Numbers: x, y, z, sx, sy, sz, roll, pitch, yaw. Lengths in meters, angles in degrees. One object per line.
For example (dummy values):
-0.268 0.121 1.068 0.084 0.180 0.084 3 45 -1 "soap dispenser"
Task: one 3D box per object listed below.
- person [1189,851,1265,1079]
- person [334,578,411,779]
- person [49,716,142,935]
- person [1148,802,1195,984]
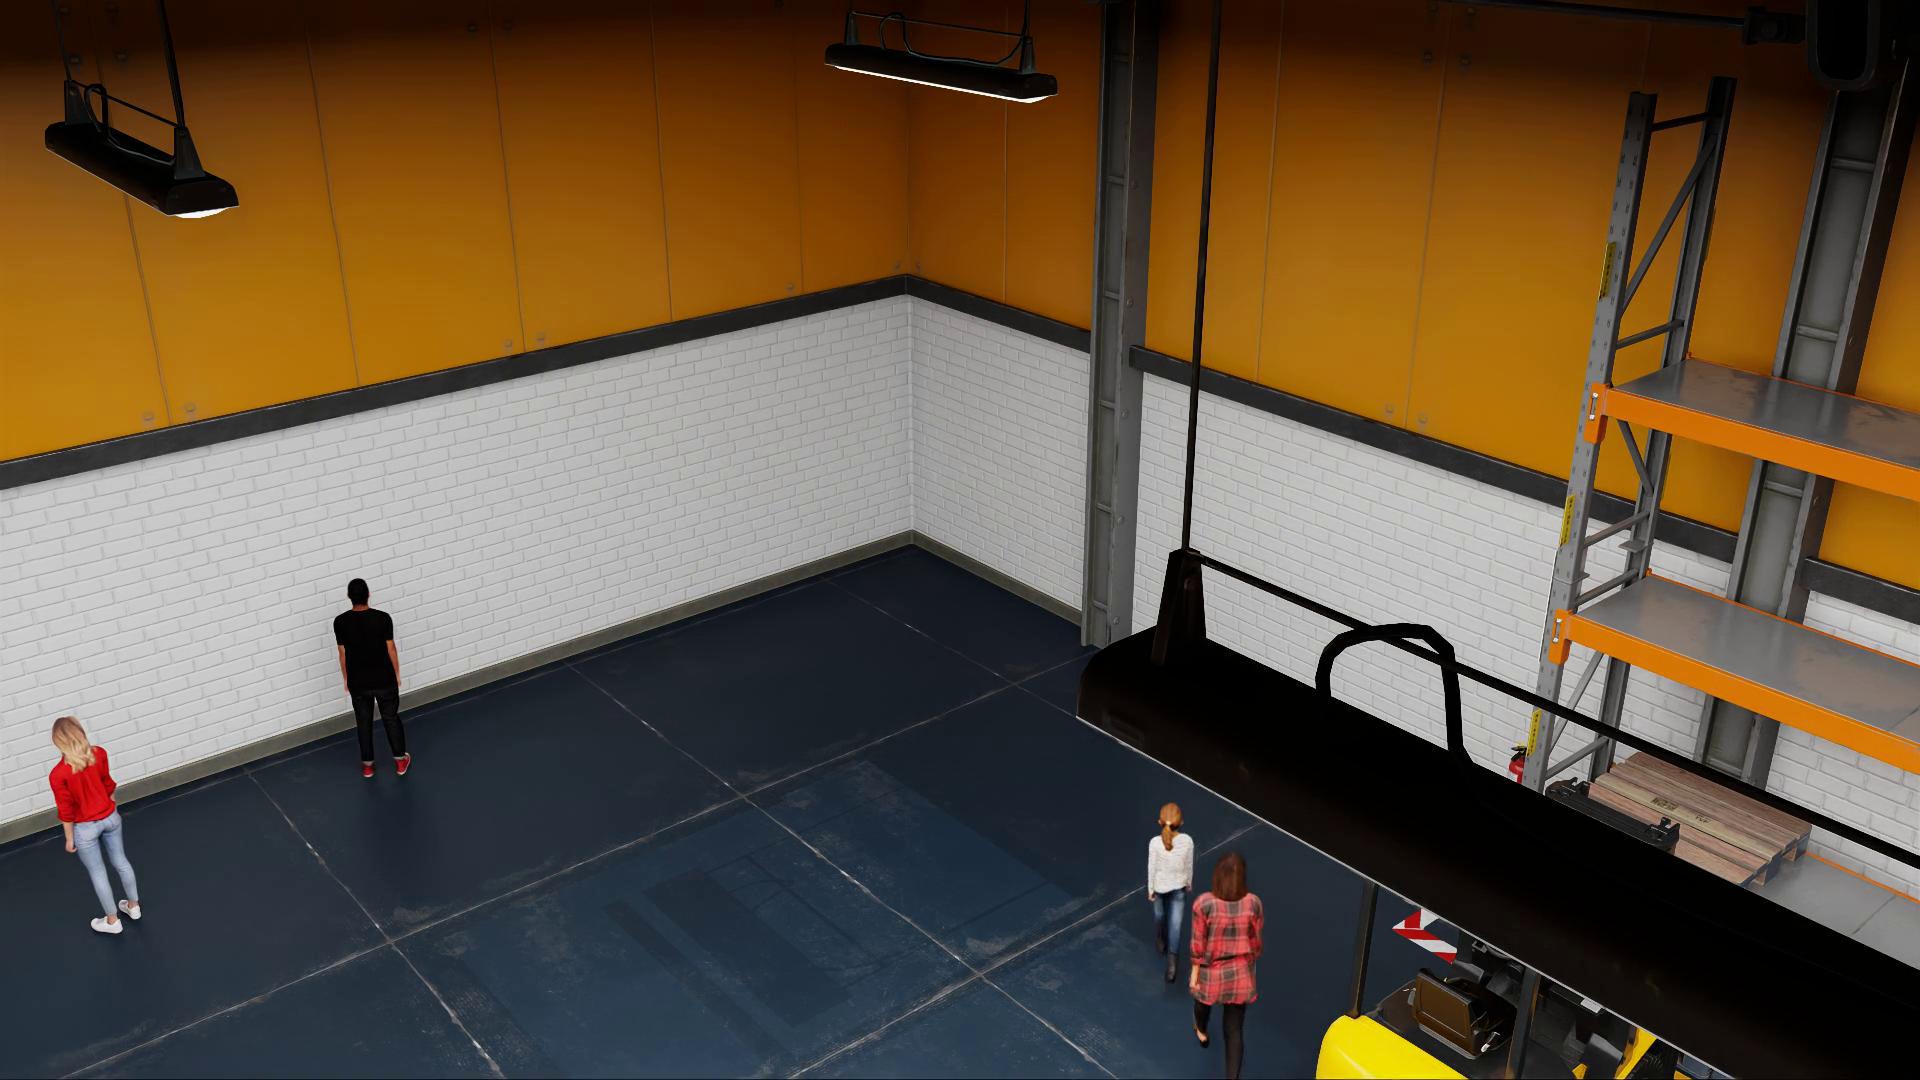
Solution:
1.642 2.730 10.226 1.087 1.655 1.186 0 24 1 "person"
-4.863 1.138 13.747 0.691 1.754 0.688 -4 24 -10 "person"
-6.149 2.015 11.802 0.657 1.703 0.685 11 26 23 "person"
1.447 2.421 11.384 0.852 1.294 0.940 1 24 2 "person"
